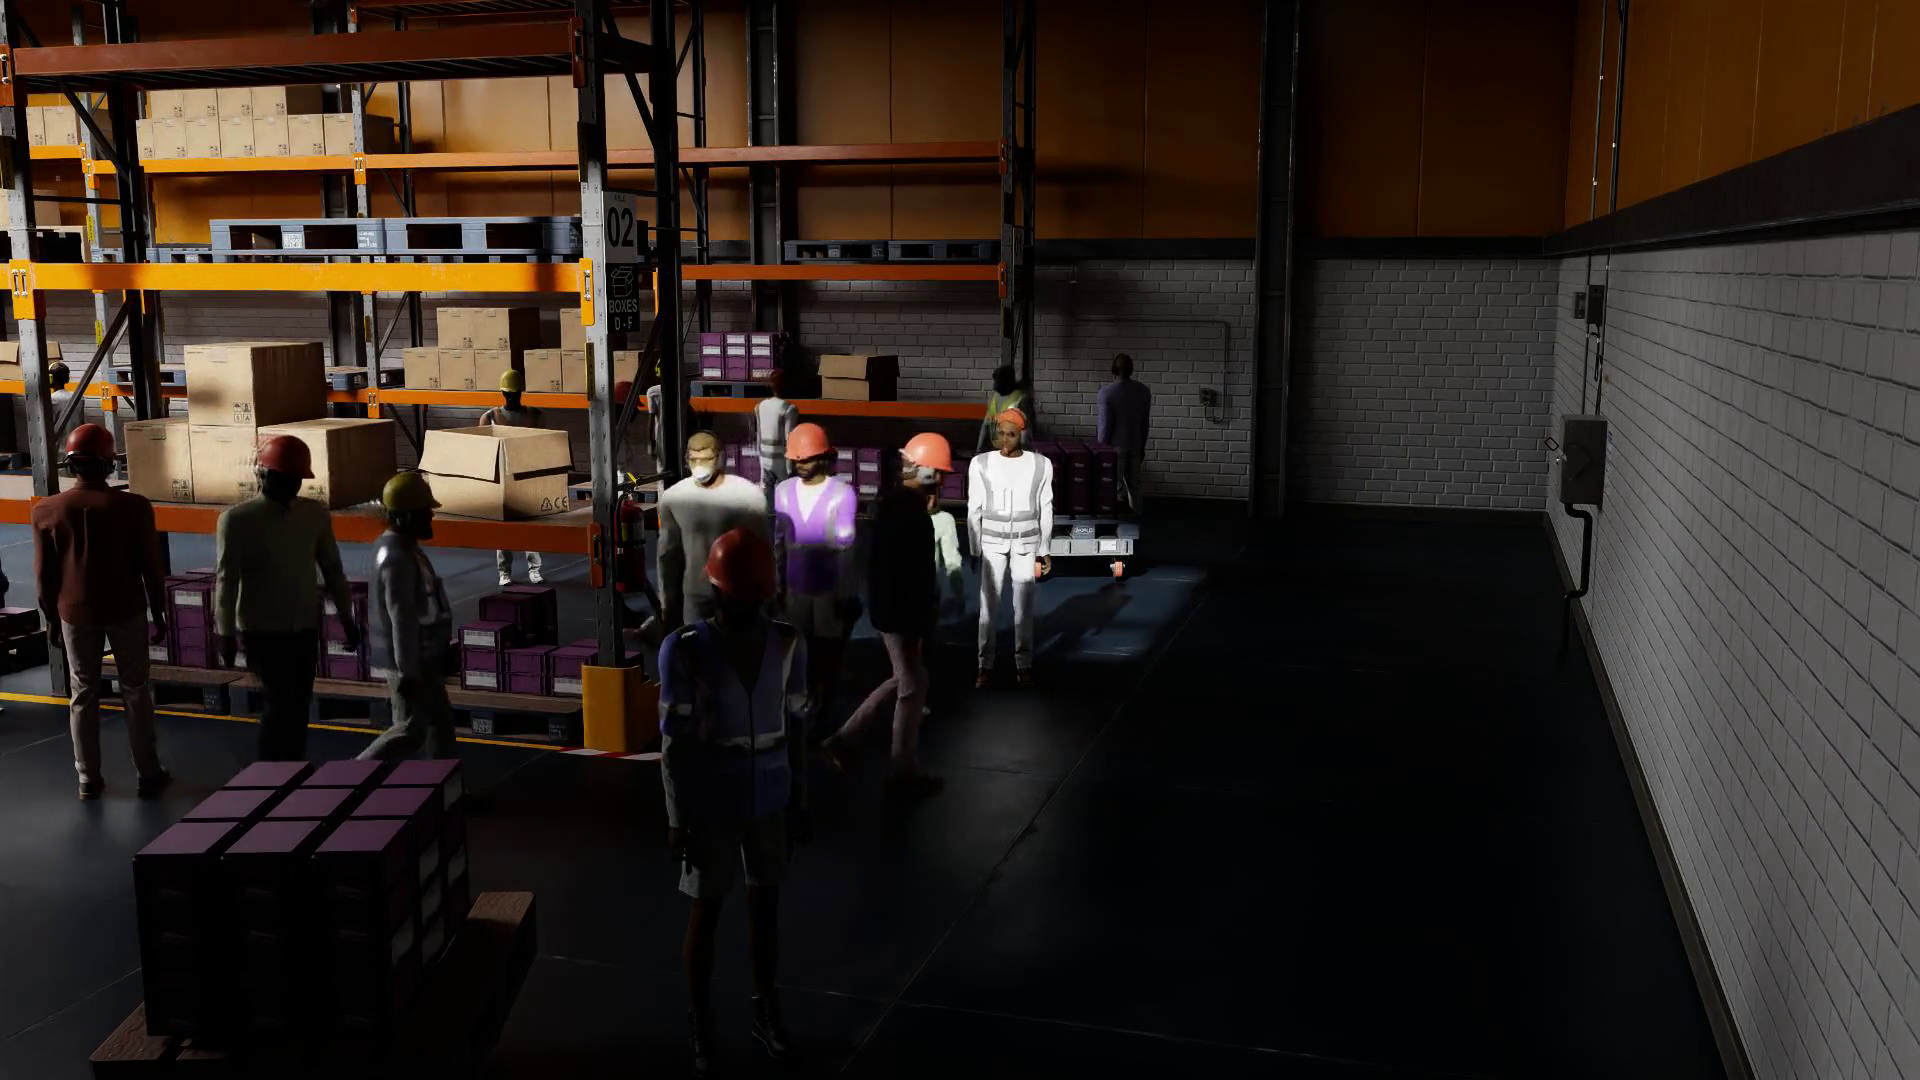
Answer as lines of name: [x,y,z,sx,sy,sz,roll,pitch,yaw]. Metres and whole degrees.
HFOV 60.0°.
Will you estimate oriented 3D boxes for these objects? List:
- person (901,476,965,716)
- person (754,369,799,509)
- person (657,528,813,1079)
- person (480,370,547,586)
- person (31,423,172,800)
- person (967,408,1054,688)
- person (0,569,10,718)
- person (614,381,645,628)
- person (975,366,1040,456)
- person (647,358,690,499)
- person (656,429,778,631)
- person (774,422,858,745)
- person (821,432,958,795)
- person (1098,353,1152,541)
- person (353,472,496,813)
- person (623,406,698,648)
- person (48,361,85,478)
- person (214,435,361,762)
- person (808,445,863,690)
person: [-0.245,0.355,10.143,0.525,1.584,0.834,-1,9,-9]
person: [-1.783,-0.729,16.045,0.583,1.842,0.990,7,12,37]
person: [-0.760,0.909,5.778,0.542,1.929,0.368,-5,11,-28]
person: [-3.913,-0.544,14.685,0.581,1.919,0.396,-5,10,-26]
person: [-4.524,0.381,8.797,0.612,1.995,0.379,-3,10,-16]
person: [0.337,0.056,11.107,0.575,1.885,0.359,0,9,-2]
person: [-6.196,0.225,10.147,0.981,1.854,0.657,3,10,17]
person: [-2.629,-0.275,12.998,0.380,1.930,0.543,-2,9,-11]
person: [0.496,-0.924,17.401,0.972,1.784,0.658,-6,11,-34]
person: [-3.143,-1.061,17.994,0.533,1.862,0.337,-5,11,-29]
person: [-1.371,0.326,9.372,0.691,1.915,0.432,1,9,4]
person: [-0.844,0.247,9.872,0.543,1.916,0.552,4,10,21]
person: [-0.330,0.412,8.715,0.639,1.957,0.659,-3,10,-18]
person: [1.651,-0.934,16.983,0.630,1.940,0.372,-6,11,-31]
person: [-2.787,0.557,8.298,0.798,1.807,0.607,-3,10,-18]
person: [-2.103,-0.099,12.337,0.943,1.799,0.632,-2,10,-12]
person: [-9.011,-0.861,16.740,0.335,1.873,0.521,3,10,18]
person: [-3.455,0.438,8.544,0.514,1.957,0.630,6,11,33]
person: [-0.863,0.184,10.986,0.411,1.665,0.586,6,11,31]
